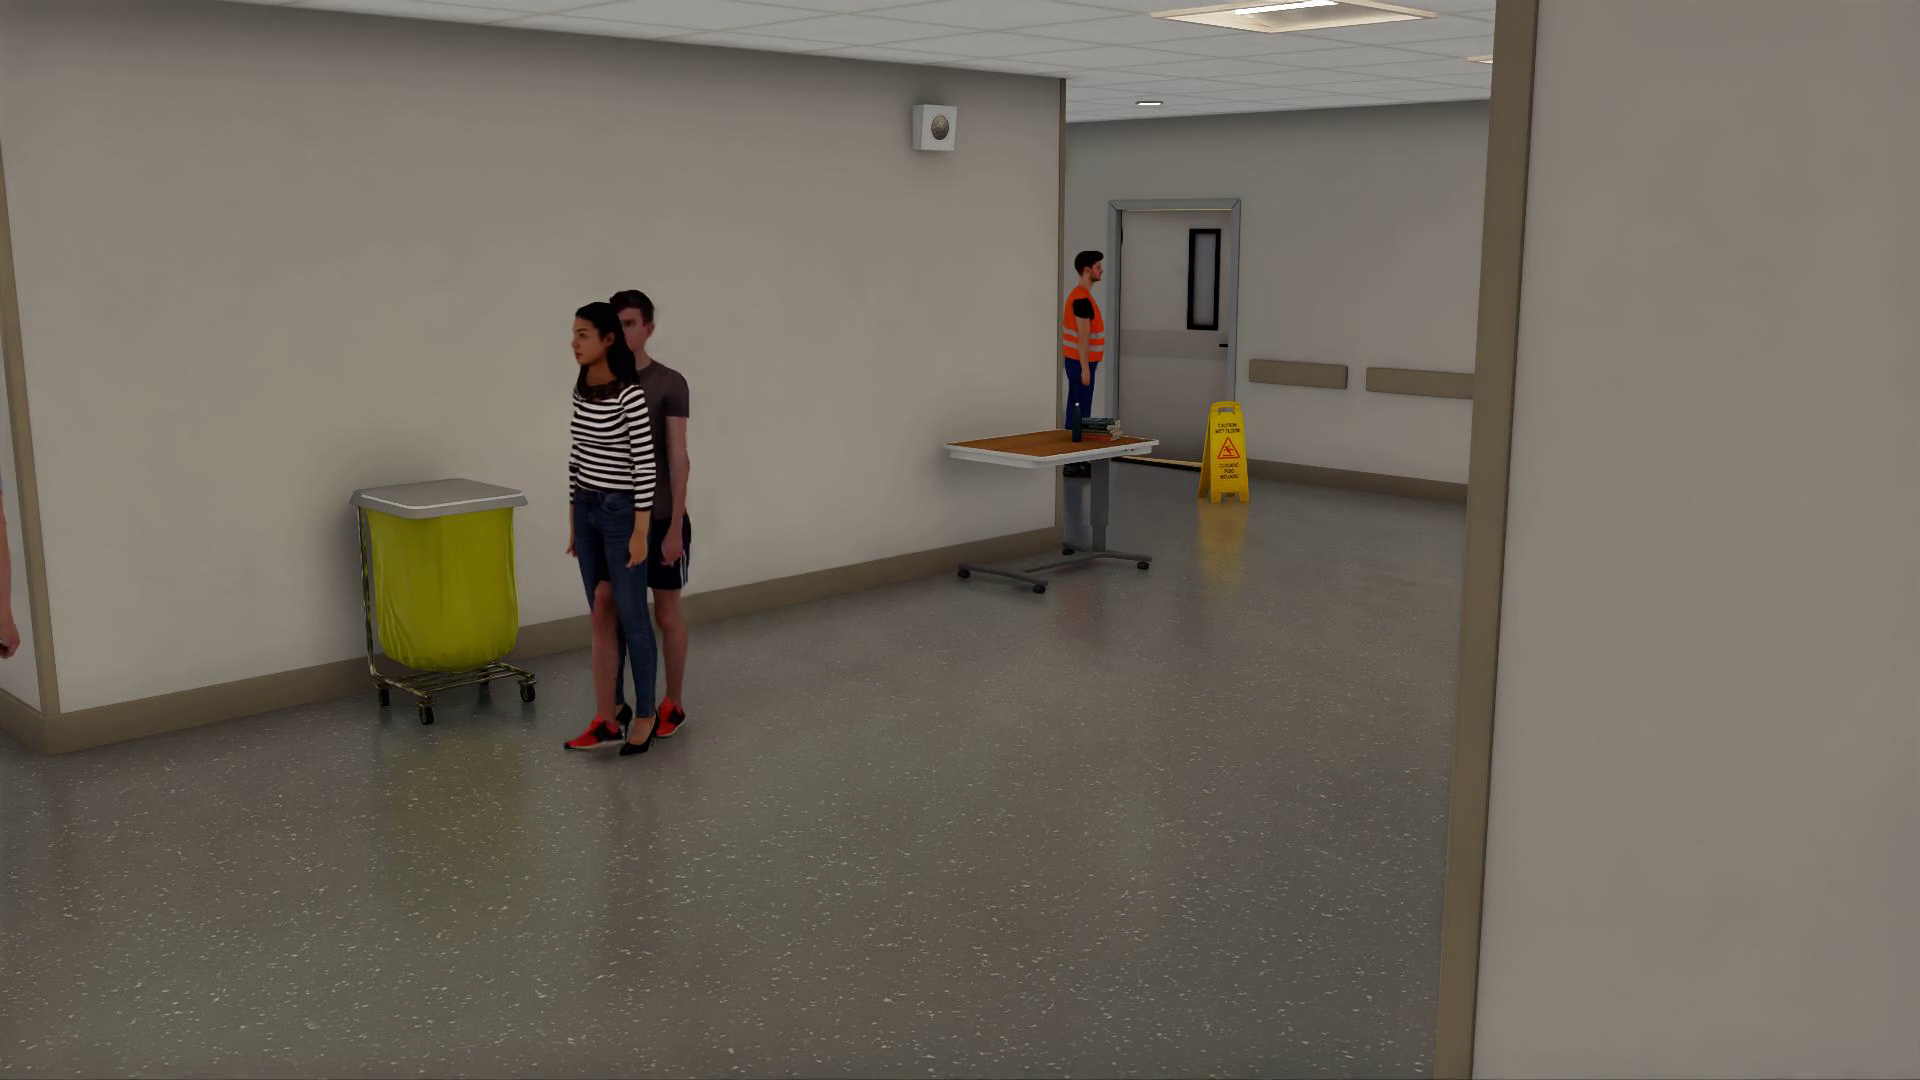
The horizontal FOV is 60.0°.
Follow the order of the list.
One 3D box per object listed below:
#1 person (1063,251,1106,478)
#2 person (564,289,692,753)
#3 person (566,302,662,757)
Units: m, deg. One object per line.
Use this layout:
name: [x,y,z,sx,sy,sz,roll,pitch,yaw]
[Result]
person: [1.015,-1.486,14.012,0.835,1.881,0.782,0,11,2]
person: [-1.241,-0.080,6.744,1.001,1.828,0.970,4,11,19]
person: [-1.367,-0.038,6.567,0.455,1.795,0.665,9,14,40]
